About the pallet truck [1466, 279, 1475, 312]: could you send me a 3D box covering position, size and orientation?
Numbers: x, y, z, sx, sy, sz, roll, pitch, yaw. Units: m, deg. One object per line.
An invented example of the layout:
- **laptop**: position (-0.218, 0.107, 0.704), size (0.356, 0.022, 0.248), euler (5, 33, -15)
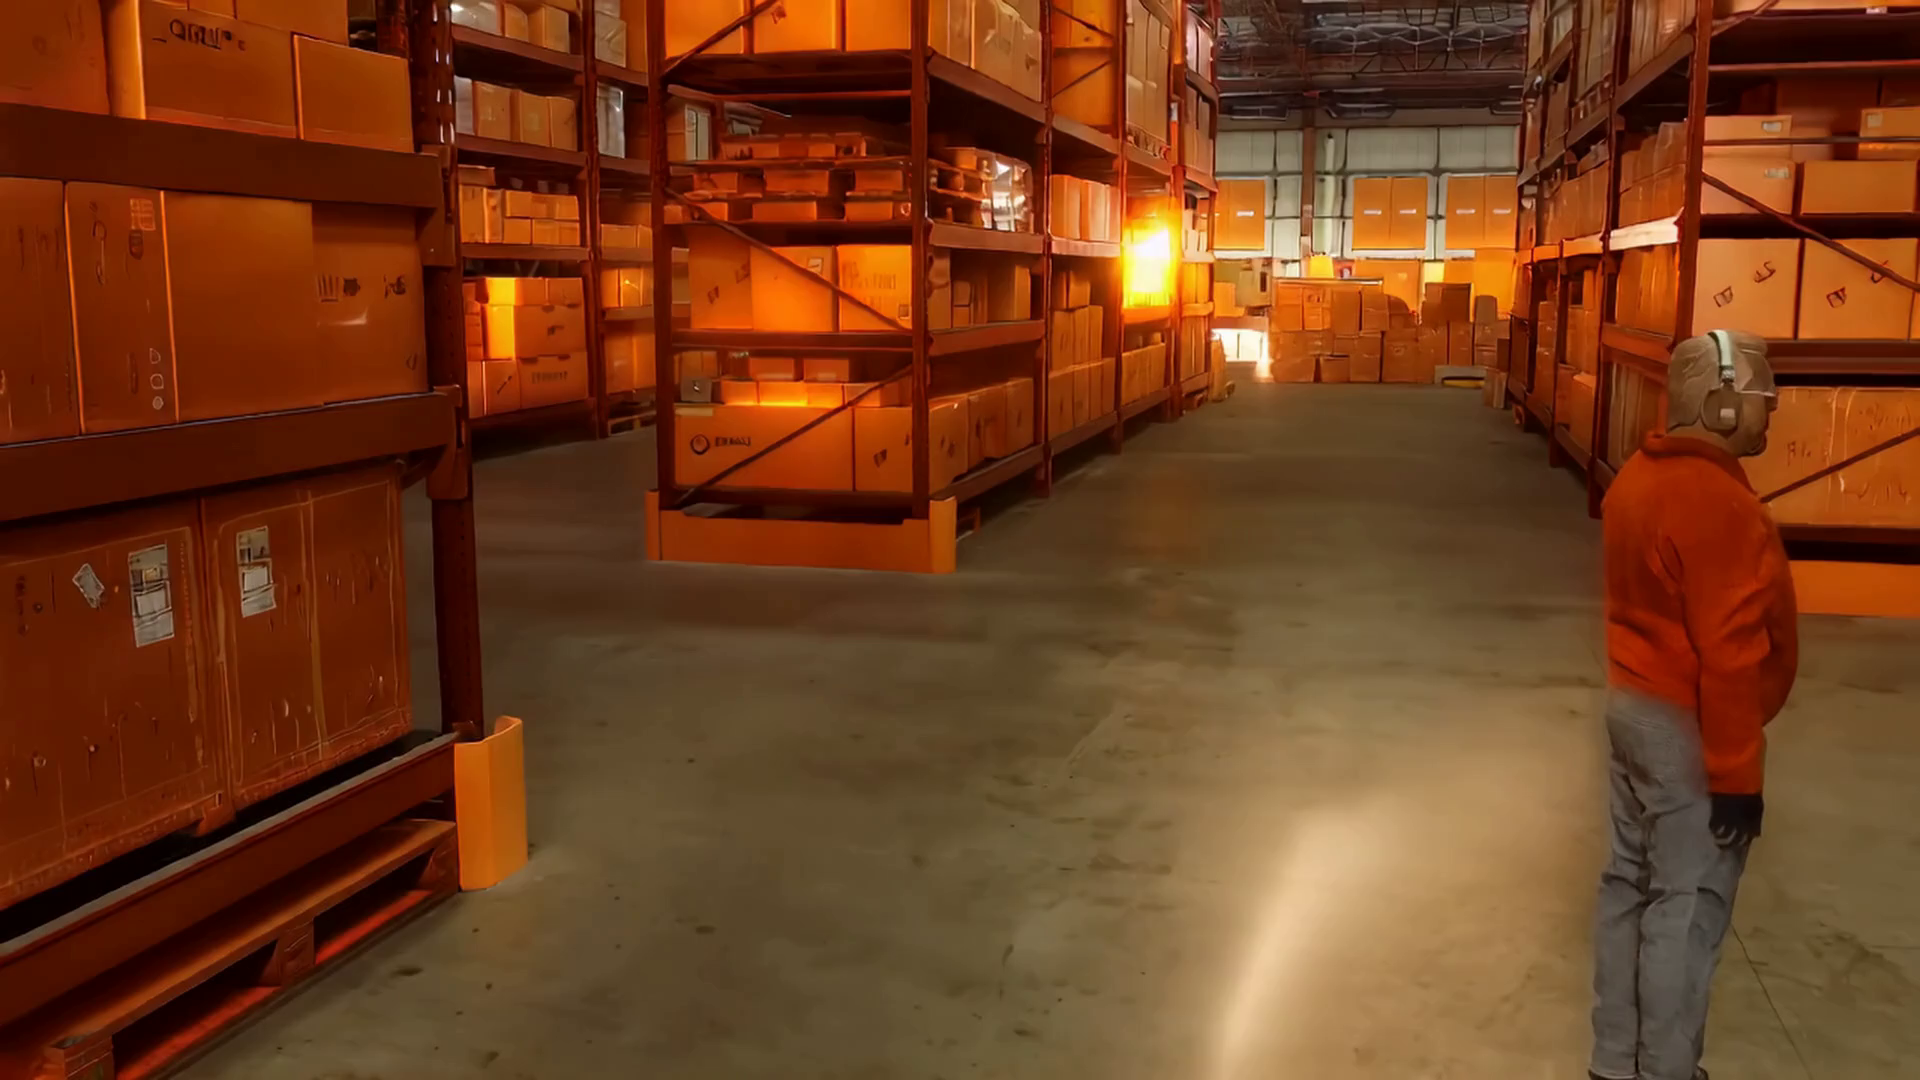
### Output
- **pallet truck**: position (18.896, -8.459, 60.307), size (1.885, 1.965, 0.823), euler (5, 10, 31)

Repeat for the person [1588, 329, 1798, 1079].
- **person**: position (1.720, 0.468, 3.887), size (0.407, 1.908, 0.641), euler (0, 9, 1)

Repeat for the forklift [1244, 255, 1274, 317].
- **forklift**: position (10.478, -8.583, 58.304), size (1.129, 2.768, 1.873), euler (0, 9, -1)

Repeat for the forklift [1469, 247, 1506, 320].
- **forklift**: position (13.730, -6.220, 43.289), size (1.873, 2.768, 1.129), euler (-3, 9, -17)
